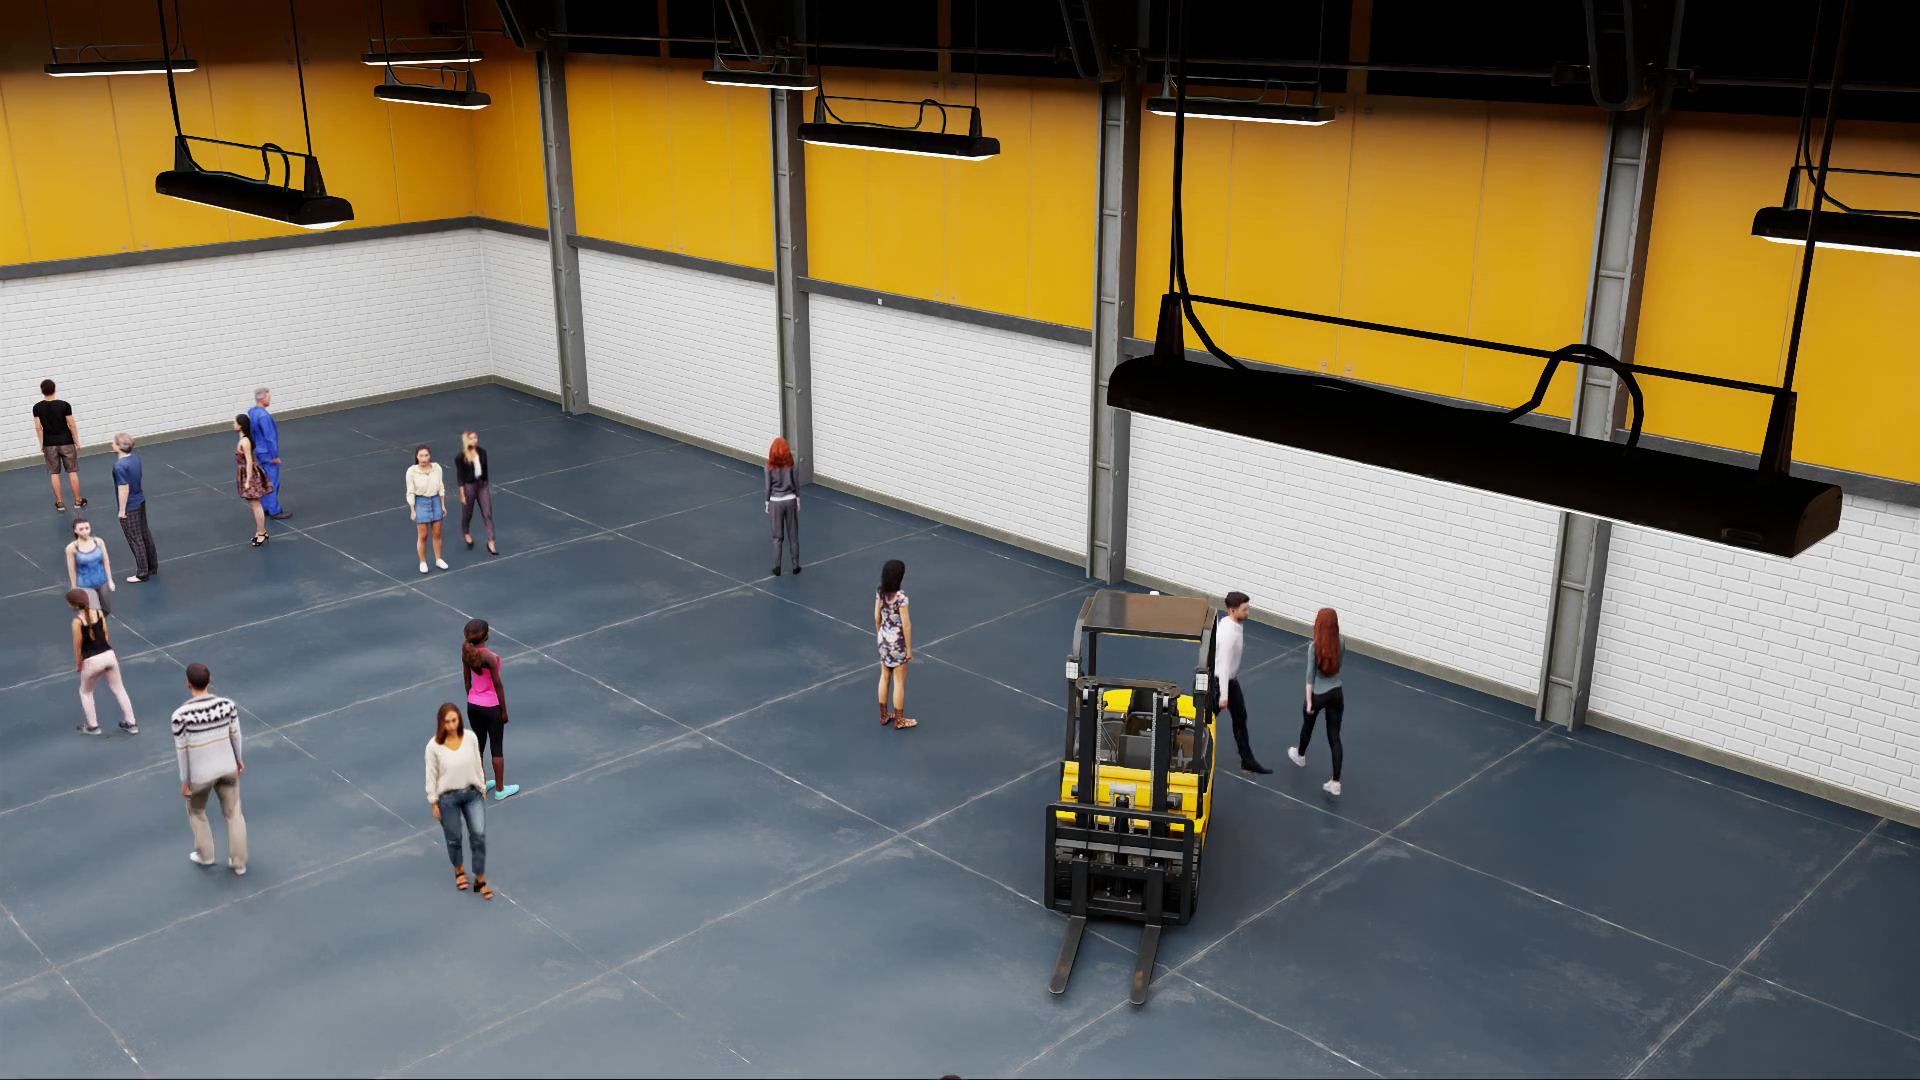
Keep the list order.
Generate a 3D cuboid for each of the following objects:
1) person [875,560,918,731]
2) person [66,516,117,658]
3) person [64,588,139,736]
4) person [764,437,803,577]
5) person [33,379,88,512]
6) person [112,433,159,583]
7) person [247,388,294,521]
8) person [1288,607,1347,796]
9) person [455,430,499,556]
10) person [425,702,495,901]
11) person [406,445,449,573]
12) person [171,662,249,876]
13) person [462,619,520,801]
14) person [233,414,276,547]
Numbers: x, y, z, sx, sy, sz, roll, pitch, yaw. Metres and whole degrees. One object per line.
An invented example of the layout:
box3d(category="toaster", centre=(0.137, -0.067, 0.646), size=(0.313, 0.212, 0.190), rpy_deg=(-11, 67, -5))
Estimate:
box3d(category="person", centre=(-0.664, 1.024, 16.462), size=(0.636, 1.737, 0.440), rpy_deg=(-17, 25, -42))
box3d(category="person", centre=(-9.533, 0.494, 18.272), size=(1.004, 1.586, 0.560), rpy_deg=(17, 25, 40))
box3d(category="person", centre=(-8.380, 1.212, 16.222), size=(0.785, 1.535, 0.648), rpy_deg=(15, 24, 38))
box3d(category="person", centre=(-2.203, -0.423, 20.693), size=(0.655, 1.779, 0.678), rpy_deg=(-3, 19, -9))
box3d(category="person", centre=(-12.645, -1.348, 23.310), size=(0.749, 1.862, 0.721), rpy_deg=(-8, 20, -22))
box3d(category="person", centre=(-10.225, -0.423, 20.547), size=(0.787, 1.872, 0.722), rpy_deg=(0, 19, -1))
box3d(category="person", centre=(-9.572, -1.202, 22.935), size=(0.780, 1.825, 0.477), rpy_deg=(-17, 25, -41))
box3d(category="person", centre=(3.362, 1.498, 15.130), size=(0.988, 1.688, 1.246), rpy_deg=(-5, 19, -14))
box3d(category="person", centre=(-6.318, -0.608, 21.493), size=(0.642, 1.619, 1.050), rpy_deg=(-16, 24, -39))
box3d(category="person", centre=(-4.091, 2.060, 13.499), size=(0.757, 1.664, 0.860), rpy_deg=(-10, 21, -28))
box3d(category="person", centre=(-6.682, -0.409, 20.886), size=(0.670, 1.630, 0.577), rpy_deg=(-13, 23, -35))
box3d(category="person", centre=(-6.104, 1.926, 13.635), size=(0.716, 1.833, 0.809), rpy_deg=(-16, 25, -40))
box3d(category="person", centre=(-4.294, 1.515, 15.024), size=(0.588, 1.724, 0.685), rpy_deg=(9, 20, 24))
box3d(category="person", centre=(-9.305, -0.794, 21.804), size=(0.838, 1.773, 0.749), rpy_deg=(-7, 20, -19))
